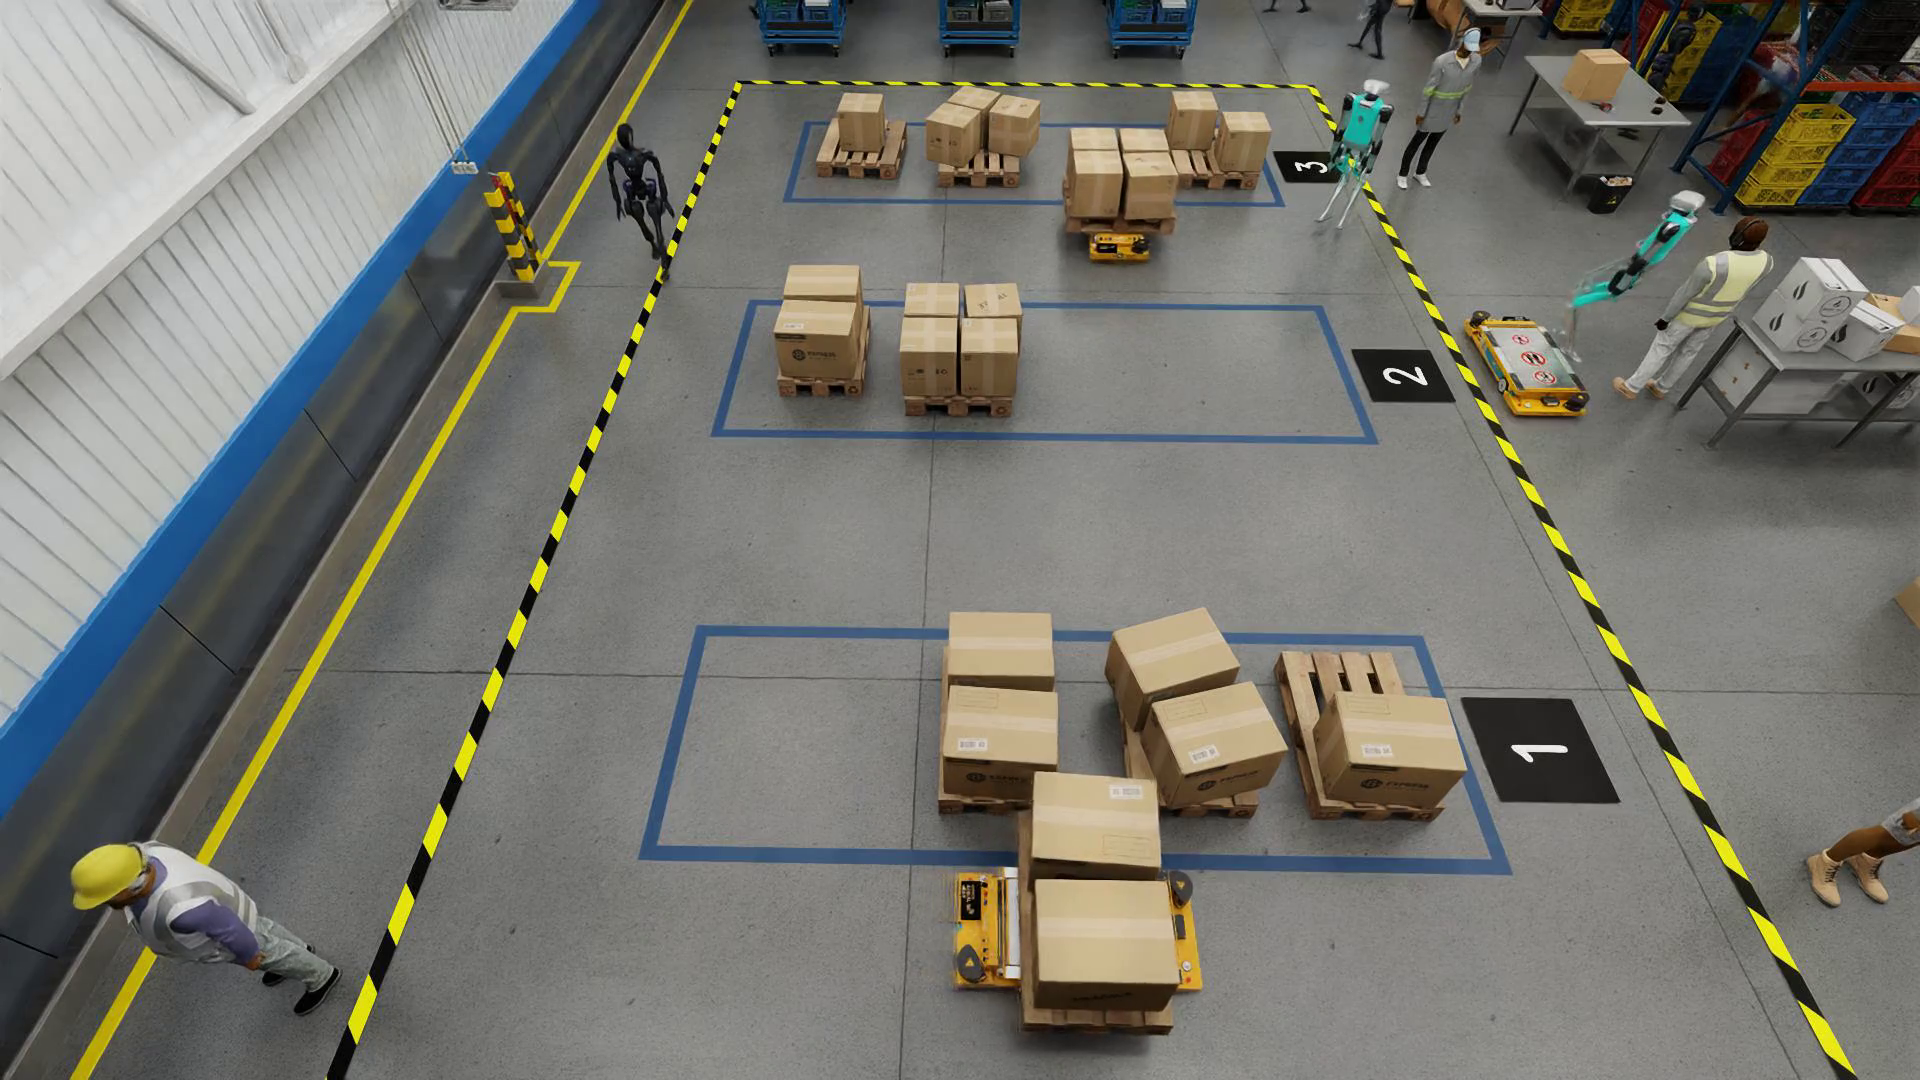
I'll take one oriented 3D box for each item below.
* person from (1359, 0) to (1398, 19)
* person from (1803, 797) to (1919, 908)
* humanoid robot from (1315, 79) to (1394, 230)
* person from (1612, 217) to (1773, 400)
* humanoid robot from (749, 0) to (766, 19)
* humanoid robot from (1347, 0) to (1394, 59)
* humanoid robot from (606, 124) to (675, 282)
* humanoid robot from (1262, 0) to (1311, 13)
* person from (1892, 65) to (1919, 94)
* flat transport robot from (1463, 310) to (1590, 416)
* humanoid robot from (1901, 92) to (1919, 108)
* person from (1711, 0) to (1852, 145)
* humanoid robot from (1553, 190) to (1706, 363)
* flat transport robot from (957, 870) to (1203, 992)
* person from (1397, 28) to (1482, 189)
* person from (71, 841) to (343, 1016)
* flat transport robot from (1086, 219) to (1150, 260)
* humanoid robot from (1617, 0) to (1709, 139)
[{"bbox_3d":[6.917,-9.319,14.641,0.853,1.704,0.504,-28,55,-22],"label":"person"},{"bbox_3d":[5.603,1.496,5.066,0.607,2.044,0.367,-2,49,-2],"label":"person"},{"bbox_3d":[4.465,-4.336,10.226,0.533,1.677,0.735,34,57,26],"label":"humanoid robot"},{"bbox_3d":[6.622,-2.037,8.263,0.622,1.837,0.429,-3,49,-2],"label":"person"},{"bbox_3d":[-3.093,-9.180,14.564,0.704,1.635,0.609,10,50,8],"label":"humanoid robot"},{"bbox_3d":[6.263,-8.048,13.585,0.657,1.638,0.591,26,54,21],"label":"humanoid robot"},{"bbox_3d":[-3.389,-3.627,9.771,0.613,1.621,0.785,-7,49,-6],"label":"humanoid robot"},{"bbox_3d":[5.450,-9.343,14.731,0.789,1.637,0.602,-7,50,-6],"label":"humanoid robot"},{"bbox_3d":[13.685,-7.080,12.690,0.571,1.726,0.717,22,53,18],"label":"person"},{"bbox_3d":[5.573,-1.757,9.054,0.659,0.231,1.431,1,49,1],"label":"flat transport robot"},{"bbox_3d":[12.356,-5.721,11.542,0.778,1.816,0.530,21,52,17],"label":"humanoid robot"},{"bbox_3d":[10.562,-5.908,11.507,1.001,2.000,0.612,9,50,7],"label":"person"},{"bbox_3d":[6.219,-2.565,8.796,0.530,1.795,0.797,-35,57,-26],"label":"humanoid robot"},{"bbox_3d":[0.702,2.325,5.502,1.431,0.197,0.652,1,49,1],"label":"flat transport robot"},{"bbox_3d":[5.730,-5.113,10.914,0.586,1.848,0.391,-7,49,-6],"label":"person"},{"bbox_3d":[-3.866,2.013,4.756,0.601,1.828,0.404,26,54,21],"label":"person"},{"bbox_3d":[1.818,-3.774,10.782,0.652,0.197,1.431,1,49,1],"label":"flat transport robot"},{"bbox_3d":[9.107,-6.076,11.857,0.326,1.653,0.590,24,53,20],"label":"humanoid robot"}]
